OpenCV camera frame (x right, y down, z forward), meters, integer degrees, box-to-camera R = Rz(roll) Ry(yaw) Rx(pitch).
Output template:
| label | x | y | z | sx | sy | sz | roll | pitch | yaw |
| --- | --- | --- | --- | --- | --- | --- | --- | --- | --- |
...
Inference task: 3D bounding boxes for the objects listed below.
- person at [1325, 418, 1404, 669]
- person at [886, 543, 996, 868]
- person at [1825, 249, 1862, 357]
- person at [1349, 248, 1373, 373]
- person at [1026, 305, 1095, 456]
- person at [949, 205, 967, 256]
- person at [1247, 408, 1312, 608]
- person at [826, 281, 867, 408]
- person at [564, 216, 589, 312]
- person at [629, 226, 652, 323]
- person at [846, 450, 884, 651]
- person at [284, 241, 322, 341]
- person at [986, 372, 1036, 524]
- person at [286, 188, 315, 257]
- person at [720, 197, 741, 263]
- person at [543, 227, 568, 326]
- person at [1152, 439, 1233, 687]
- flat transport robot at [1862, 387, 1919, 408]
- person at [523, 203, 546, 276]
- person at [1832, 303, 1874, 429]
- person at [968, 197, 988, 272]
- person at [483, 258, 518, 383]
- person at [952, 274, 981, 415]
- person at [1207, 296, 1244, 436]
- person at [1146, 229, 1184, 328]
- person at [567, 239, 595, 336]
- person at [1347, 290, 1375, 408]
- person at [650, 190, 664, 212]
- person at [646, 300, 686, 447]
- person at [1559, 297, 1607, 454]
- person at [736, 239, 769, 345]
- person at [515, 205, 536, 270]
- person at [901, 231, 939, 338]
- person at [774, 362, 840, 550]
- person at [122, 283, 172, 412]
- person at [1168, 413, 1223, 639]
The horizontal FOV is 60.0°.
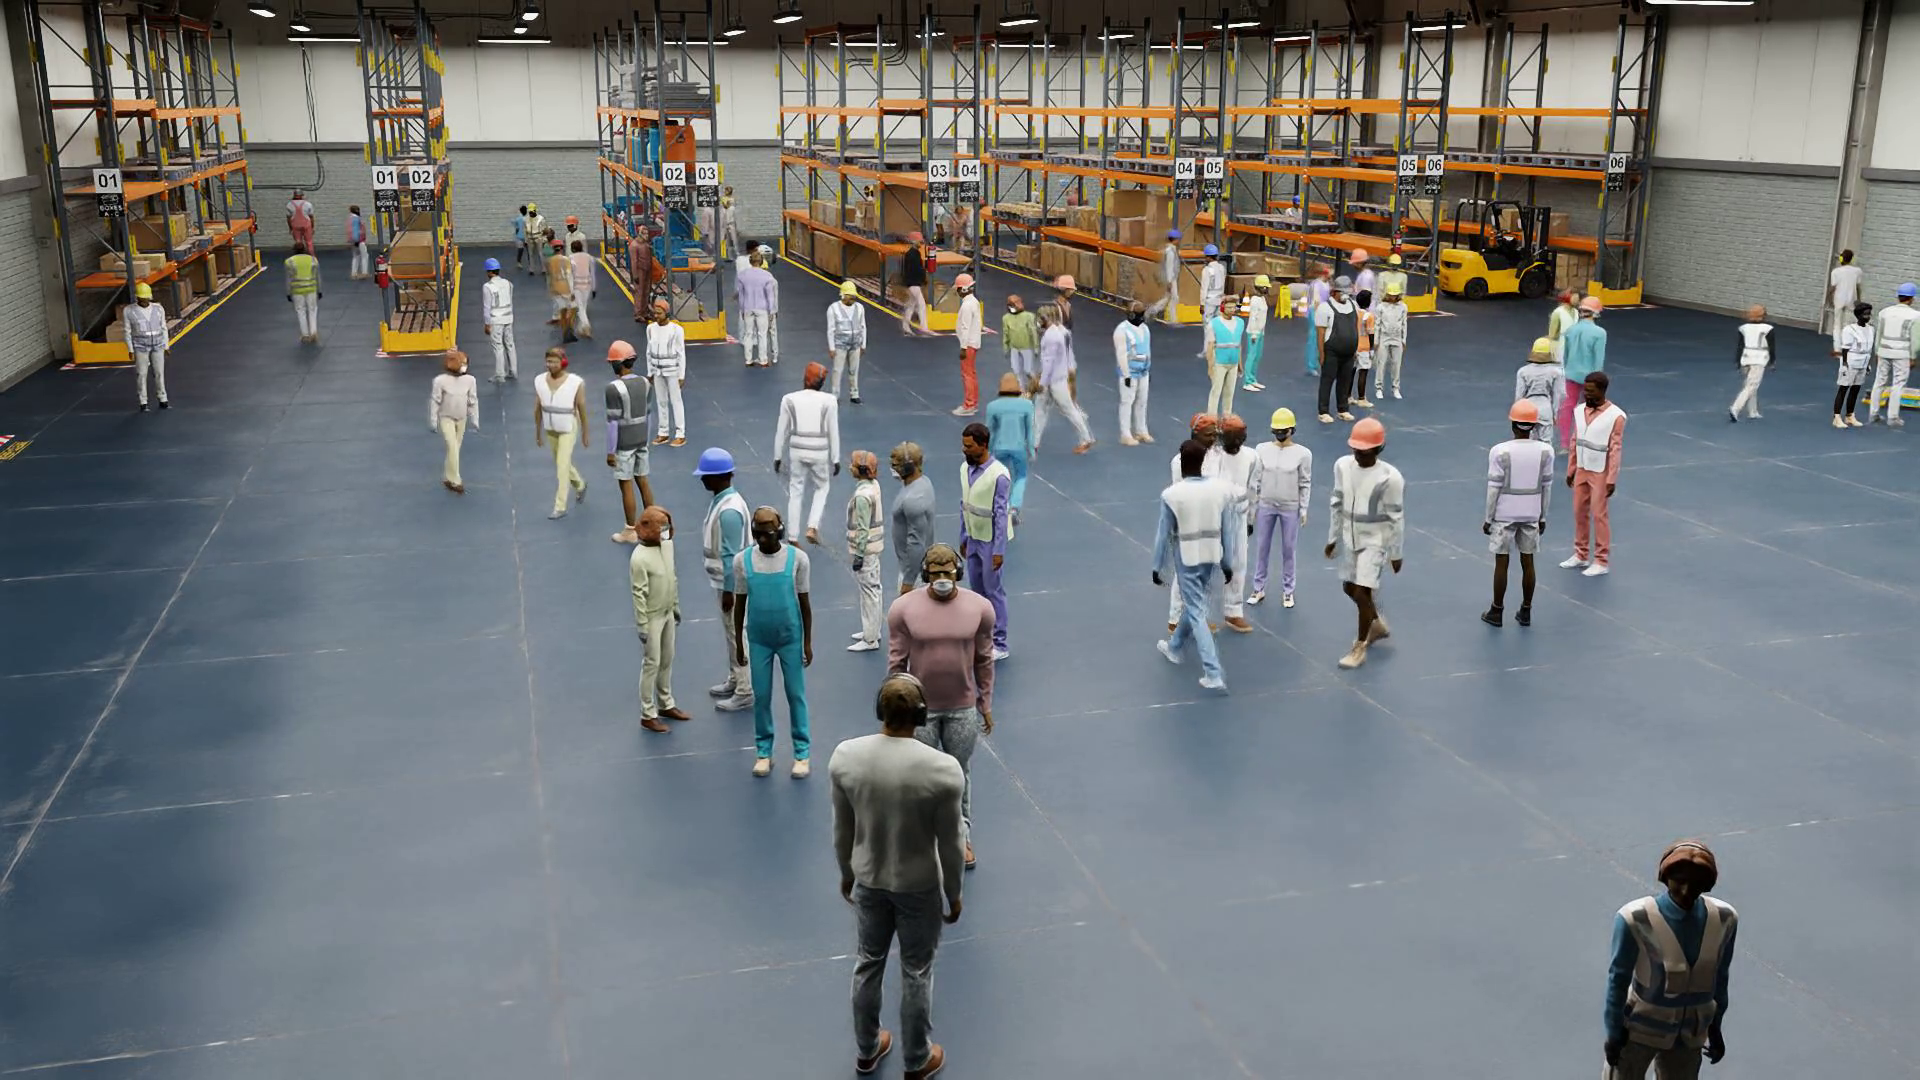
| label | x | y | z | sx | sy | sz | roll | pitch | yaw |
| --- | --- | --- | --- | --- | --- | --- | --- | --- | --- |
| person | 3.229 | -0.005 | 13.038 | 0.768 | 2.011 | 0.635 | -11 | 18 | -35 |
| person | -0.105 | 0.955 | 9.540 | 0.628 | 1.940 | 0.373 | -2 | 15 | -8 |
| person | 15.202 | -4.069 | 28.617 | 0.557 | 1.846 | 0.413 | 1 | 15 | 4 |
| person | 6.447 | -3.700 | 26.882 | 0.407 | 2.021 | 0.665 | 0 | 15 | 2 |
| person | 1.219 | -1.987 | 20.756 | 1.011 | 1.872 | 0.627 | -1 | 15 | -3 |
| person | -0.064 | -8.121 | 44.299 | 0.521 | 1.617 | 0.646 | -4 | 15 | -15 |
| person | 2.786 | -0.282 | 14.523 | 0.524 | 1.769 | 0.315 | 6 | 16 | 20 |
| person | -1.625 | -2.827 | 23.985 | 0.605 | 1.826 | 0.403 | -8 | 17 | -29 |
| person | -8.008 | -5.744 | 34.638 | 0.622 | 1.992 | 0.397 | 12 | 19 | 37 |
| person | -6.312 | -5.289 | 33.130 | 0.401 | 1.894 | 0.652 | 5 | 16 | 18 |
| person | -0.760 | 0.079 | 13.401 | 0.309 | 1.645 | 0.514 | 1 | 15 | 5 |
| person | -12.009 | -4.547 | 30.456 | 0.632 | 1.834 | 0.485 | -10 | 18 | -34 |
| person | 0.526 | -0.924 | 17.209 | 0.540 | 1.611 | 0.367 | 2 | 15 | 9 |
| person | -17.592 | -8.371 | 44.435 | 0.674 | 2.000 | 0.537 | -4 | 15 | -14 |
| person | -6.152 | -8.347 | 44.866 | 0.771 | 1.785 | 0.406 | 12 | 19 | 39 |
| person | -7.944 | -5.152 | 32.550 | 0.379 | 1.930 | 0.625 | -12 | 19 | -37 |
| person | 1.777 | 0.157 | 12.705 | 0.600 | 1.868 | 1.031 | -7 | 16 | -24 |
| flat transport robot | 13.868 | -2.022 | 23.938 | 1.431 | 0.197 | 0.652 | 13 | 20 | 40 |
| person | -10.652 | -7.514 | 41.645 | 0.587 | 1.822 | 0.404 | 2 | 15 | 7 |
| person | 12.085 | -2.353 | 22.449 | 0.532 | 1.697 | 0.319 | -6 | 16 | -22 |
| person | 0.498 | -7.825 | 42.686 | 0.624 | 1.884 | 0.603 | 3 | 15 | 9 |
| person | -7.242 | -3.439 | 26.084 | 0.425 | 1.938 | 0.604 | 7 | 16 | 25 |
| person | 0.098 | -2.751 | 23.408 | 0.411 | 1.980 | 0.631 | 3 | 15 | 10 |
| person | 3.500 | -2.312 | 22.014 | 0.575 | 1.841 | 0.375 | -8 | 17 | -29 |
| person | 4.010 | -5.056 | 32.191 | 0.638 | 1.922 | 0.625 | 1 | 15 | 3 |
| person | -7.087 | -4.703 | 31.100 | 0.636 | 1.815 | 0.848 | -11 | 19 | -36 |
| person | 5.771 | -2.751 | 23.950 | 0.318 | 1.696 | 0.537 | -9 | 17 | -30 |
| person | -8.343 | -8.758 | 46.144 | 0.598 | 1.916 | 0.398 | 14 | 20 | 42 |
| person | -3.760 | -2.133 | 21.283 | 0.580 | 1.879 | 0.346 | 8 | 17 | 26 |
| person | 7.885 | -2.059 | 20.832 | 0.865 | 1.959 | 0.636 | -9 | 17 | -31 |
| person | -3.810 | -4.462 | 30.005 | 0.647 | 1.903 | 0.406 | 10 | 18 | 34 |
| person | -11.345 | -7.861 | 43.259 | 0.530 | 1.666 | 0.839 | 3 | 15 | 11 |
| person | -0.716 | -4.748 | 30.940 | 0.875 | 1.959 | 0.623 | 3 | 15 | 10 |
| person | -1.514 | -0.820 | 16.368 | 0.689 | 1.859 | 0.455 | 1 | 15 | 4 |
| person | -11.569 | -2.751 | 23.702 | 0.586 | 1.825 | 0.403 | -14 | 20 | -42 |
| person | 1.956 | -0.121 | 13.721 | 0.583 | 1.877 | 0.356 | -14 | 20 | -42 |
